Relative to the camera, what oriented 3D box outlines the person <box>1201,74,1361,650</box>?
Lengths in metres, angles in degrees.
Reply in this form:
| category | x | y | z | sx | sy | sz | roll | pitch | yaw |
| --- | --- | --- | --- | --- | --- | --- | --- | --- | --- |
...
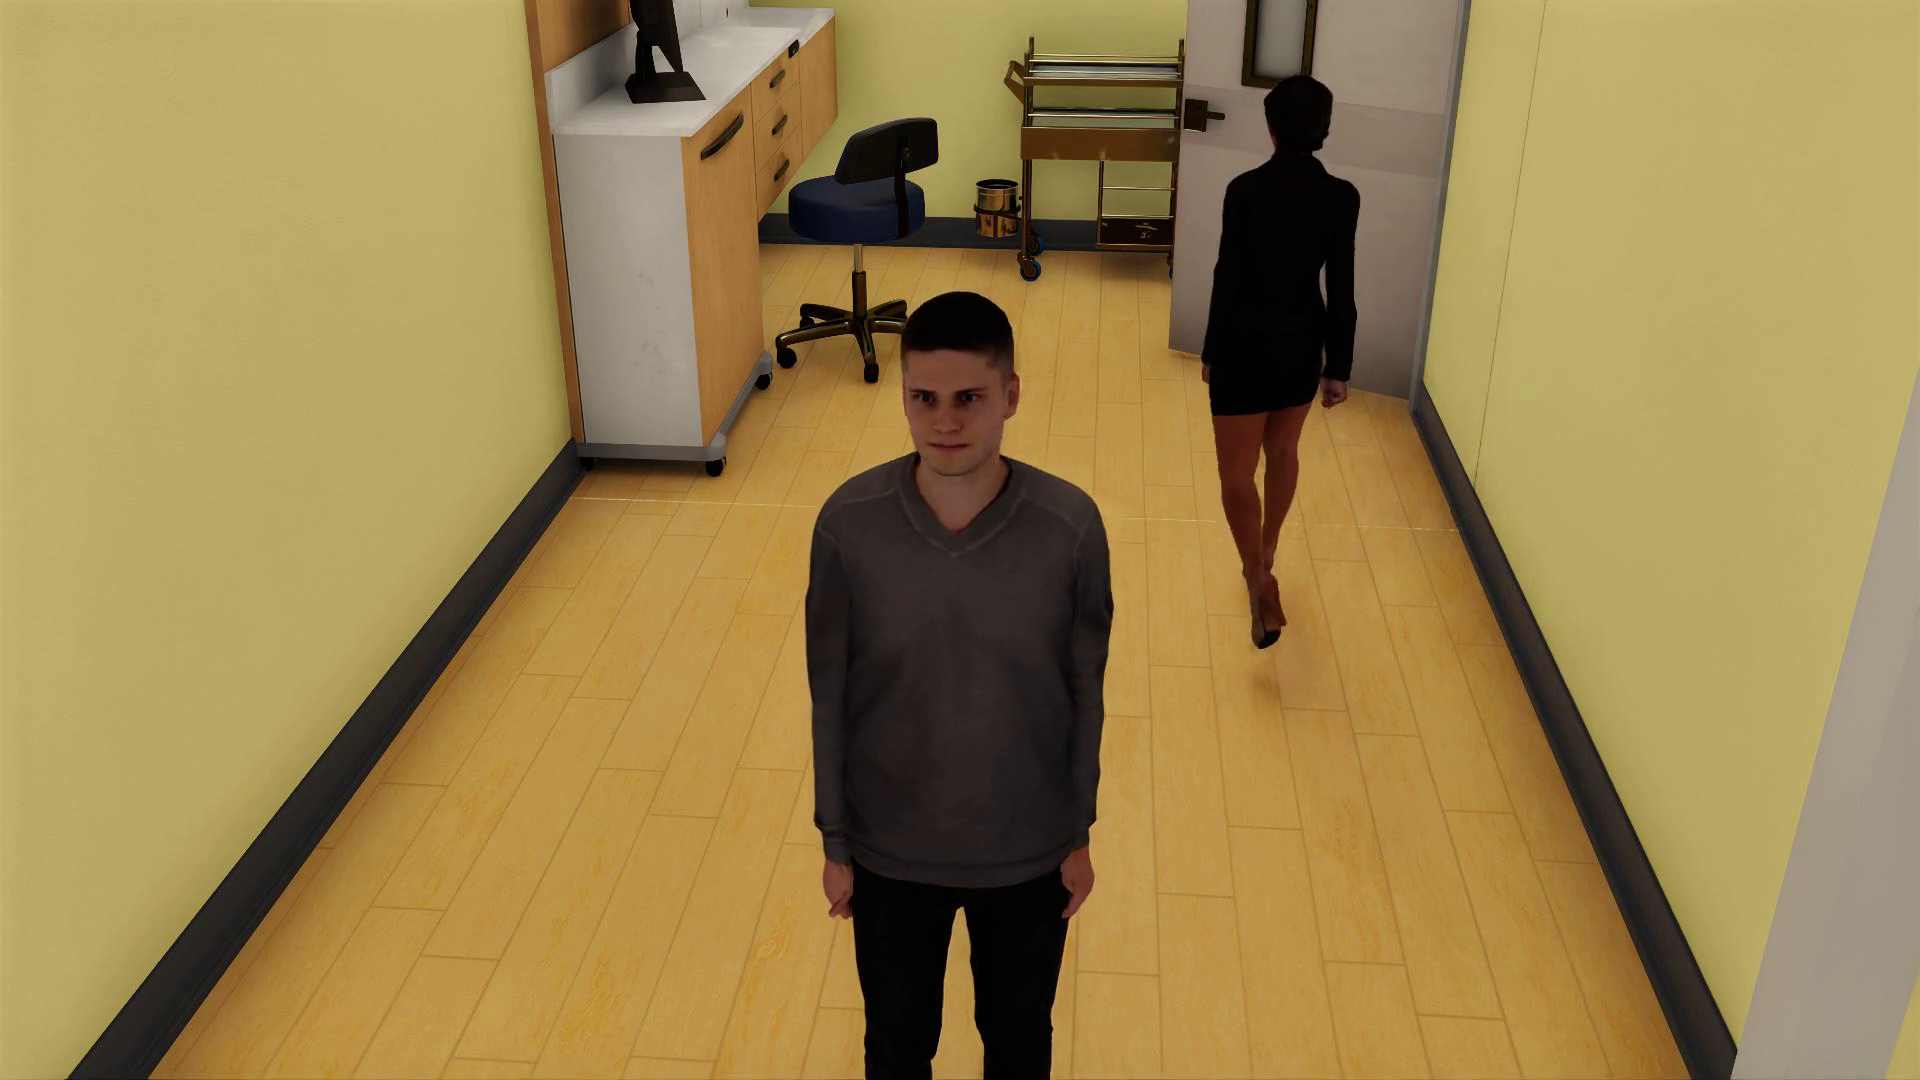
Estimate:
| category | x | y | z | sx | sy | sz | roll | pitch | yaw |
| --- | --- | --- | --- | --- | --- | --- | --- | --- | --- |
| person | 0.895 | -0.453 | 4.713 | 0.953 | 1.615 | 0.748 | -3 | 26 | -6 |

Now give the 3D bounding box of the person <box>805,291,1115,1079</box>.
| category | x | y | z | sx | sy | sz | roll | pitch | yaw |
| --- | --- | --- | --- | --- | --- | --- | --- | --- | --- |
| person | 0.004 | 0.458 | 2.654 | 0.511 | 1.762 | 0.697 | 0 | 26 | -1 |
